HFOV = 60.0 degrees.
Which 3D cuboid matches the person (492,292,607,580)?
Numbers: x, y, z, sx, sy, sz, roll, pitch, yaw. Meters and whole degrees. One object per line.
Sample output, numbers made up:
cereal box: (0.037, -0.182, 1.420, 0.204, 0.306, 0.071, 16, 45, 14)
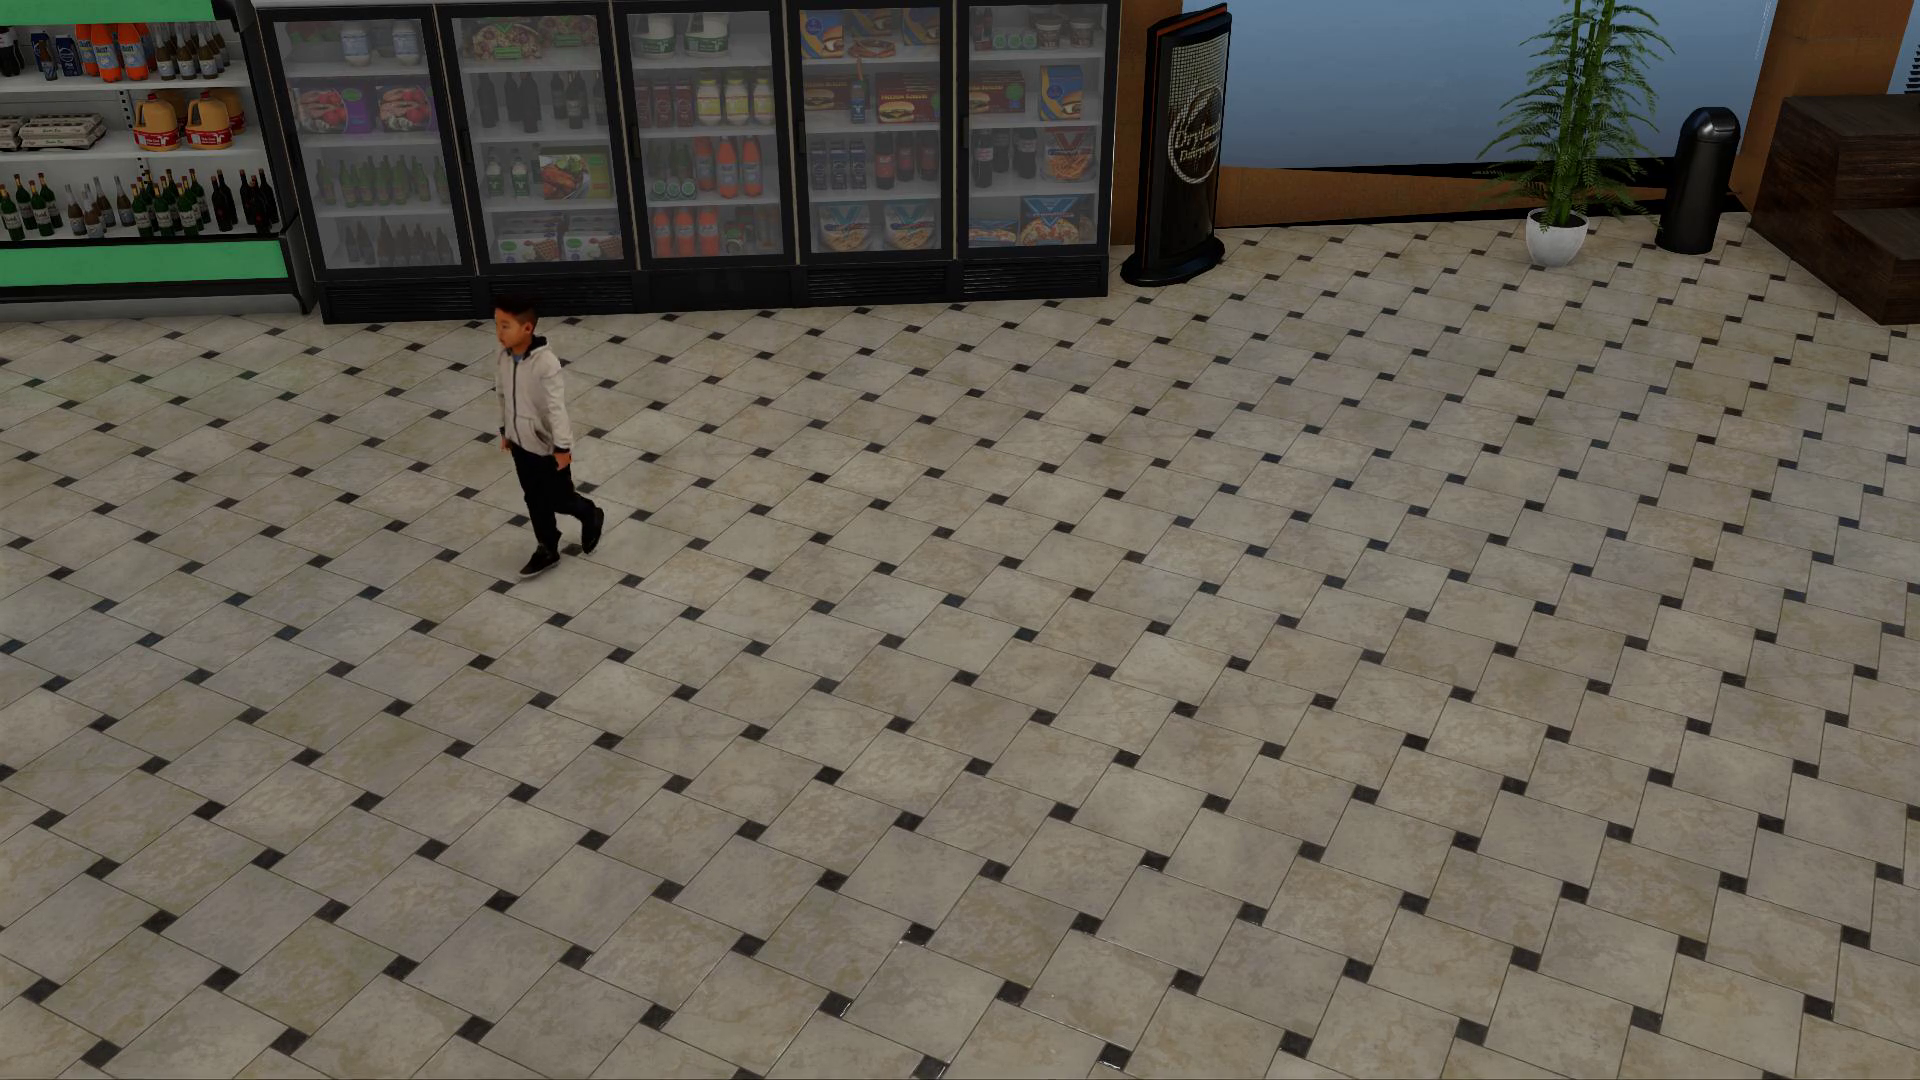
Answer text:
person: (-1.960, -0.510, 7.932, 0.805, 1.446, 0.854, 19, 36, 27)
